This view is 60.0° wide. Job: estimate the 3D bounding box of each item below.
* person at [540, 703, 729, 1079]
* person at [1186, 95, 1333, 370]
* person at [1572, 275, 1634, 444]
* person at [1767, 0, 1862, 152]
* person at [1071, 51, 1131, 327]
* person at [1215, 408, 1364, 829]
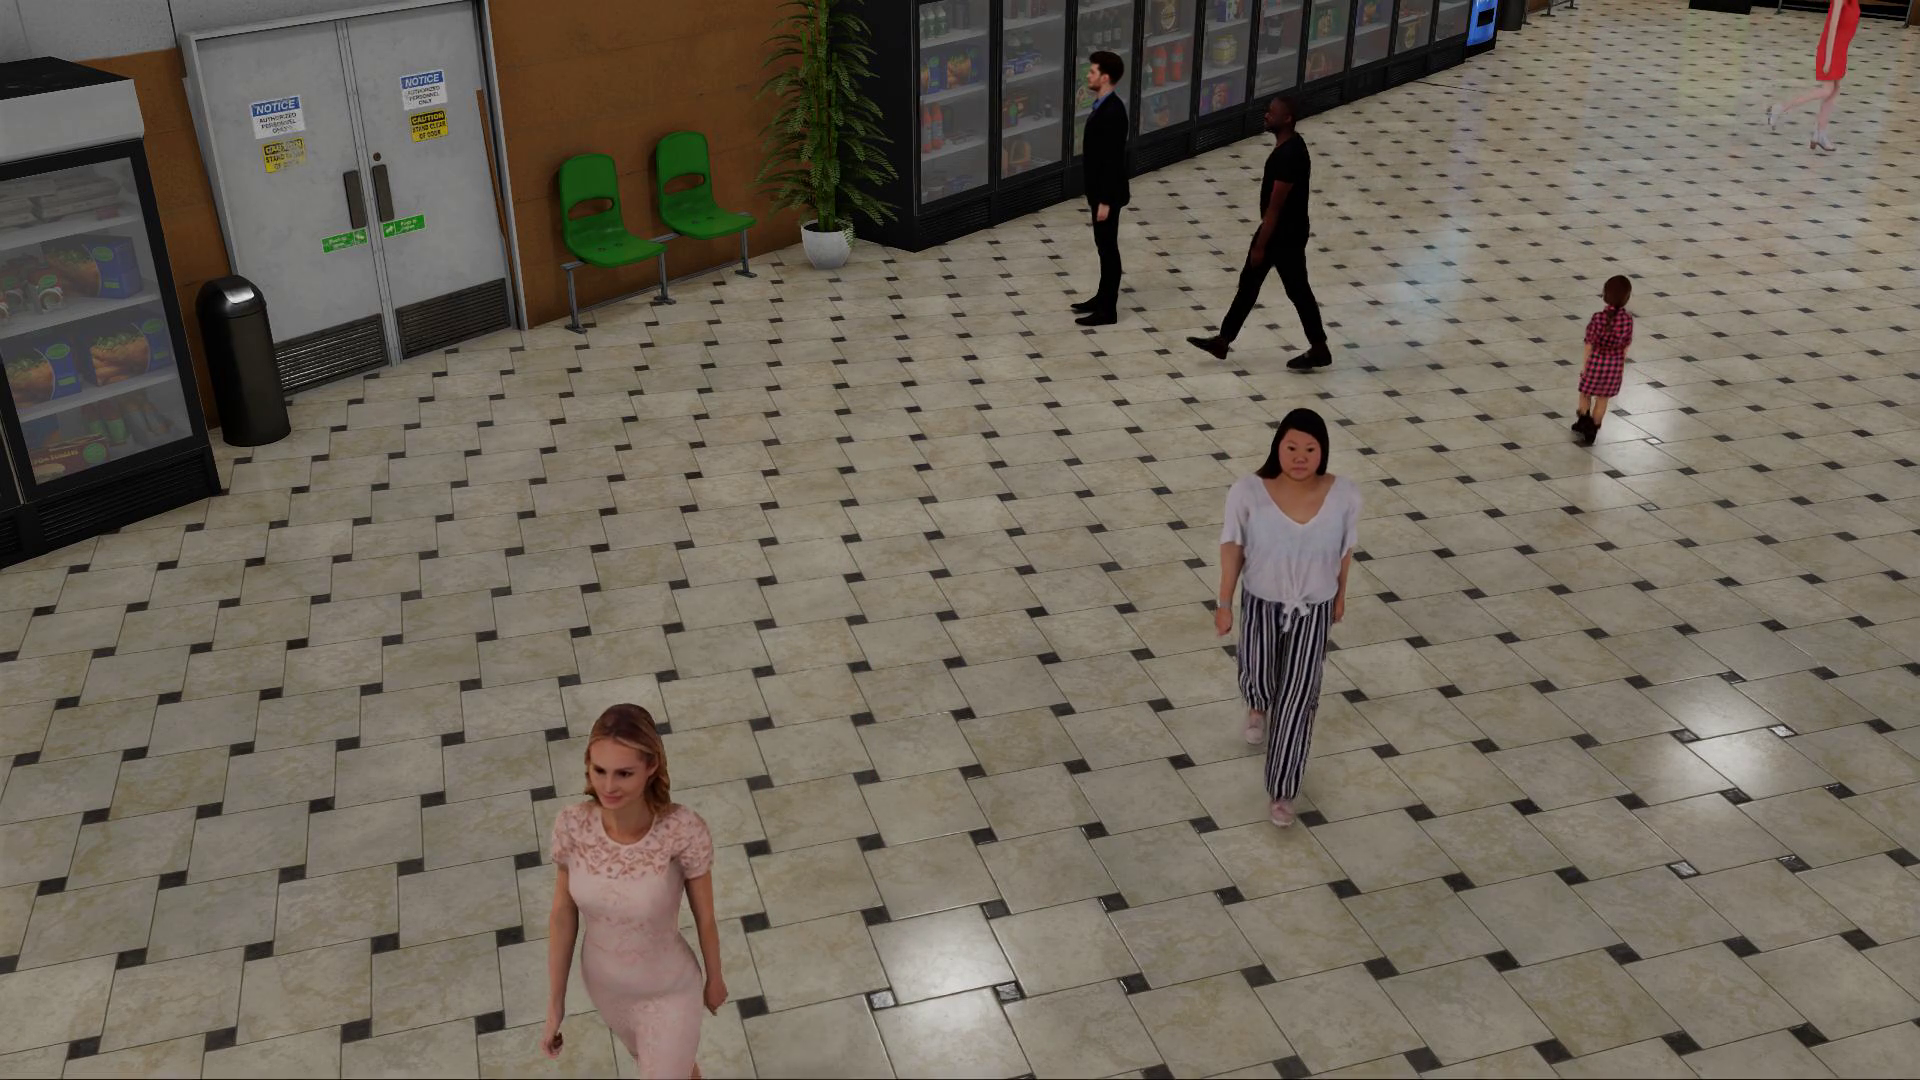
[{"bbox_3d":[-0.827,1.191,4.549,1.137,1.777,0.948,8,28,15],"label":"person"},{"bbox_3d":[2.158,-1.916,10.683,1.281,1.770,1.135,2,27,3],"label":"person"},{"bbox_3d":[3.805,-1.048,9.808,0.486,1.013,0.562,6,27,11],"label":"person"},{"bbox_3d":[8.354,-4.694,16.118,0.913,1.810,0.598,19,33,33],"label":"person"},{"bbox_3d":[1.021,-2.445,11.591,0.830,1.893,0.791,0,27,0],"label":"person"},{"bbox_3d":[1.285,0.225,6.614,1.185,1.632,1.106,5,27,9],"label":"person"}]
